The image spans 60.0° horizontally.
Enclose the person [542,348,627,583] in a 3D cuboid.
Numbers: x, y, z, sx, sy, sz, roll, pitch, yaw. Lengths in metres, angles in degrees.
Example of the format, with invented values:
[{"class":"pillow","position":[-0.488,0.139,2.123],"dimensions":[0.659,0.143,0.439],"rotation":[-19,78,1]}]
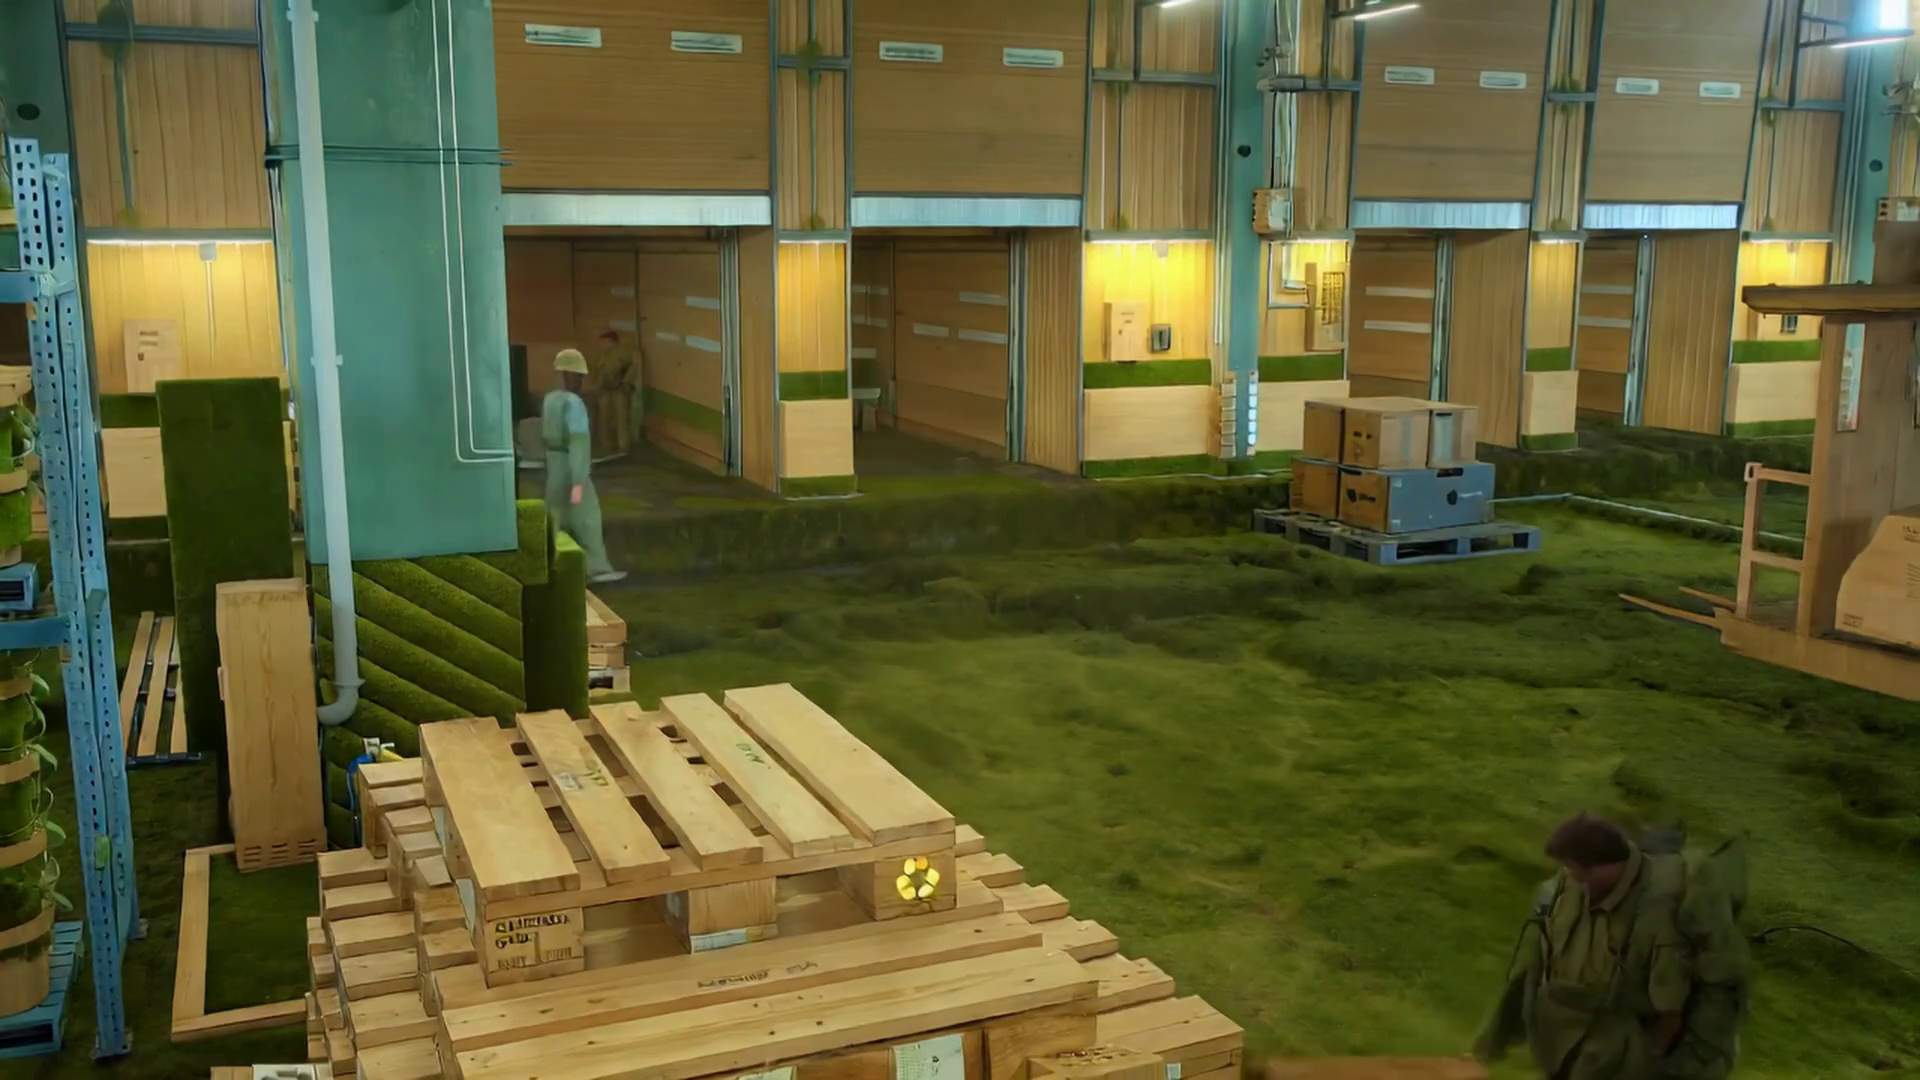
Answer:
[{"class":"person","position":[-3.095,-0.547,12.940],"dimensions":[0.944,1.892,0.597],"rotation":[-9,14,-42]}]

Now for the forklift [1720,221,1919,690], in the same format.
[{"class":"forklift","position":[5.949,-0.550,10.218],"dimensions":[1.129,2.768,1.873],"rotation":[-4,11,-23]}]
